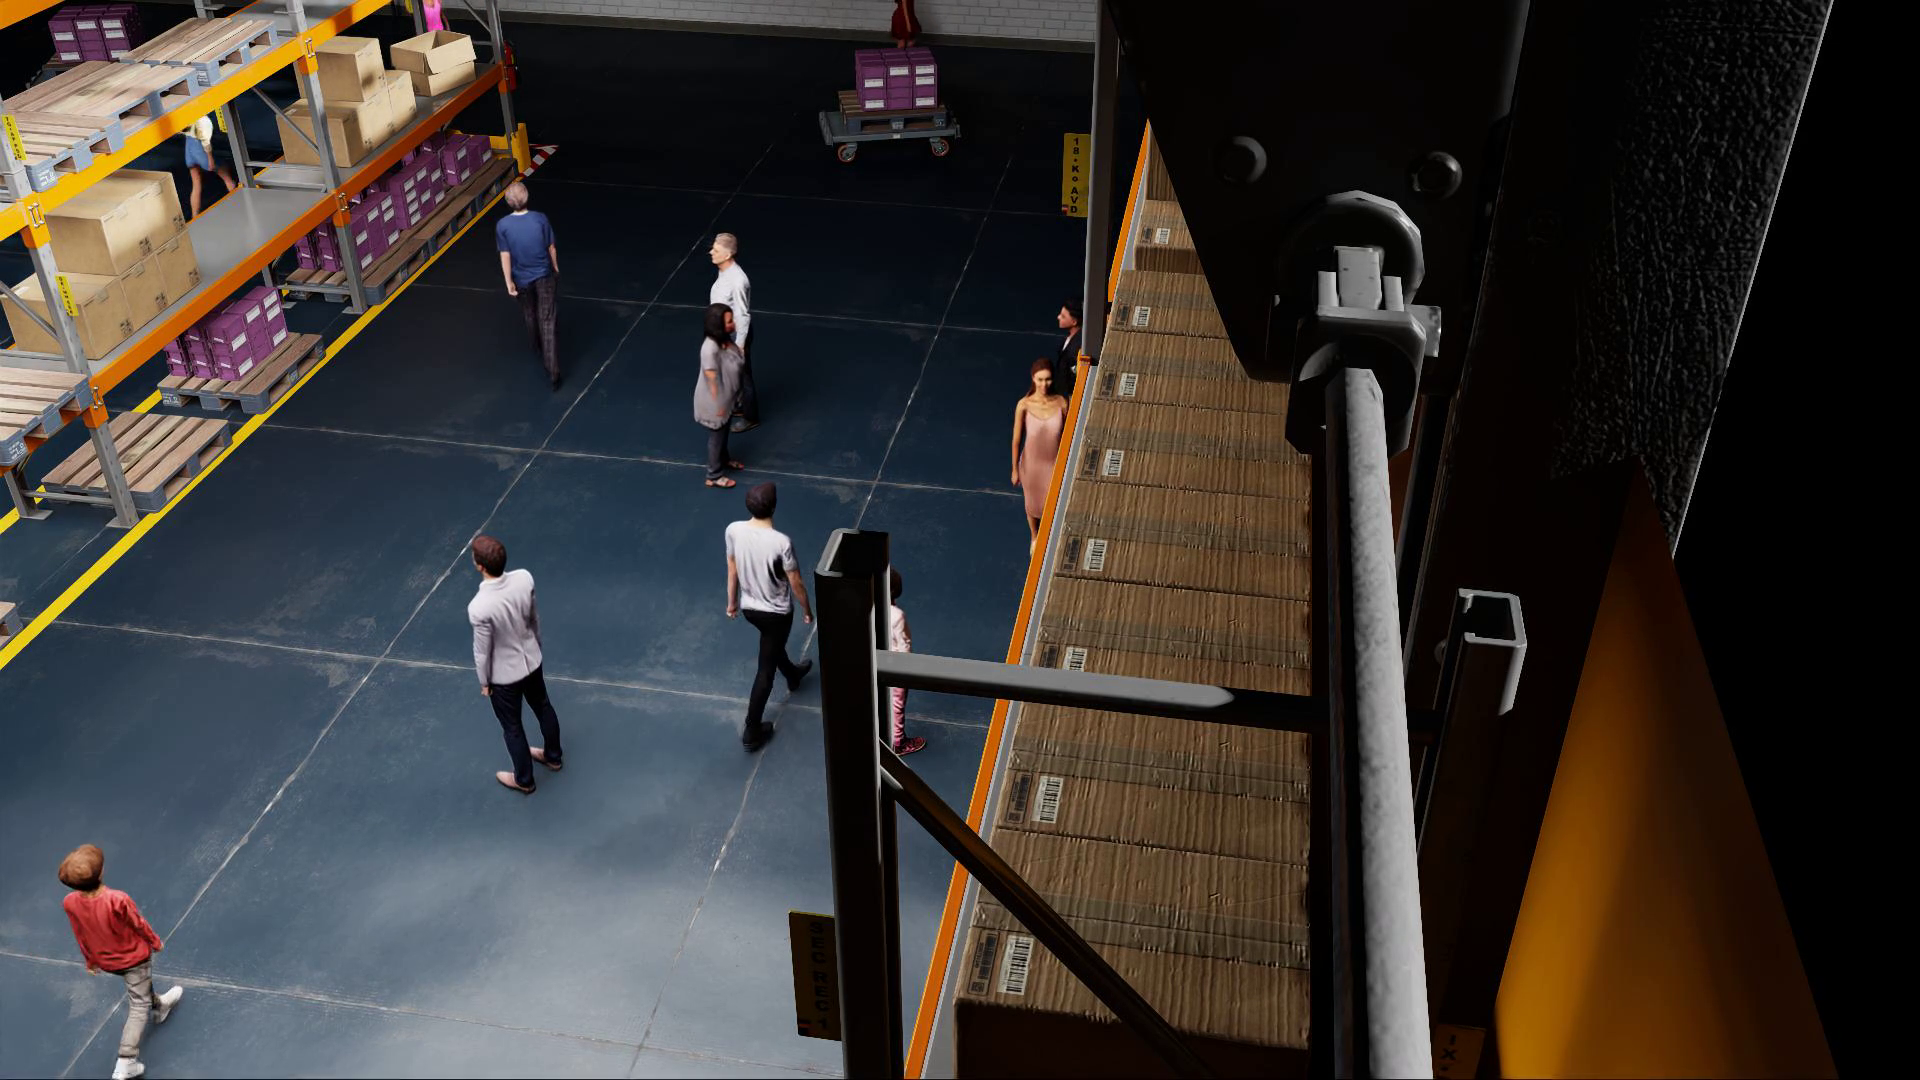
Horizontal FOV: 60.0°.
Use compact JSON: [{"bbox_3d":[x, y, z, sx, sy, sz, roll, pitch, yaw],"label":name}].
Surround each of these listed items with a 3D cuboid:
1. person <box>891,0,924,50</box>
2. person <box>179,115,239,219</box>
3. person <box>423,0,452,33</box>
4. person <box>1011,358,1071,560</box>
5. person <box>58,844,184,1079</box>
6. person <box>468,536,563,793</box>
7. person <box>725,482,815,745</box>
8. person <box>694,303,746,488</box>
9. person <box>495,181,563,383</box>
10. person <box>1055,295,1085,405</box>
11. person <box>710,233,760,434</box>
[{"bbox_3d":[-0.829,-7.062,22.537,0.643,1.543,0.594,2,34,3],"label":"person"},{"bbox_3d":[-8.345,-4.170,18.153,0.886,1.580,1.166,16,37,23],"label":"person"},{"bbox_3d":[-6.832,-6.464,21.499,0.968,1.697,0.992,29,43,36],"label":"person"},{"bbox_3d":[0.617,-0.596,12.573,0.712,1.805,0.905,-1,34,-1],"label":"person"},{"bbox_3d":[-4.423,2.214,8.712,0.522,1.400,0.922,5,34,7],"label":"person"},{"bbox_3d":[-2.807,0.771,10.477,0.806,1.848,0.669,21,39,29],"label":"person"},{"bbox_3d":[-1.311,0.510,10.897,0.982,1.819,1.286,18,37,25],"label":"person"},{"bbox_3d":[-1.994,-1.214,13.686,0.702,1.603,0.610,3,34,5],"label":"person"},{"bbox_3d":[-3.863,-2.309,15.137,0.991,1.820,1.312,-7,34,-10],"label":"person"},{"bbox_3d":[0.966,-1.138,13.392,0.758,1.801,0.532,4,34,6],"label":"person"},{"bbox_3d":[-1.950,-1.809,14.385,0.799,1.820,0.697,-14,36,-20],"label":"person"}]
